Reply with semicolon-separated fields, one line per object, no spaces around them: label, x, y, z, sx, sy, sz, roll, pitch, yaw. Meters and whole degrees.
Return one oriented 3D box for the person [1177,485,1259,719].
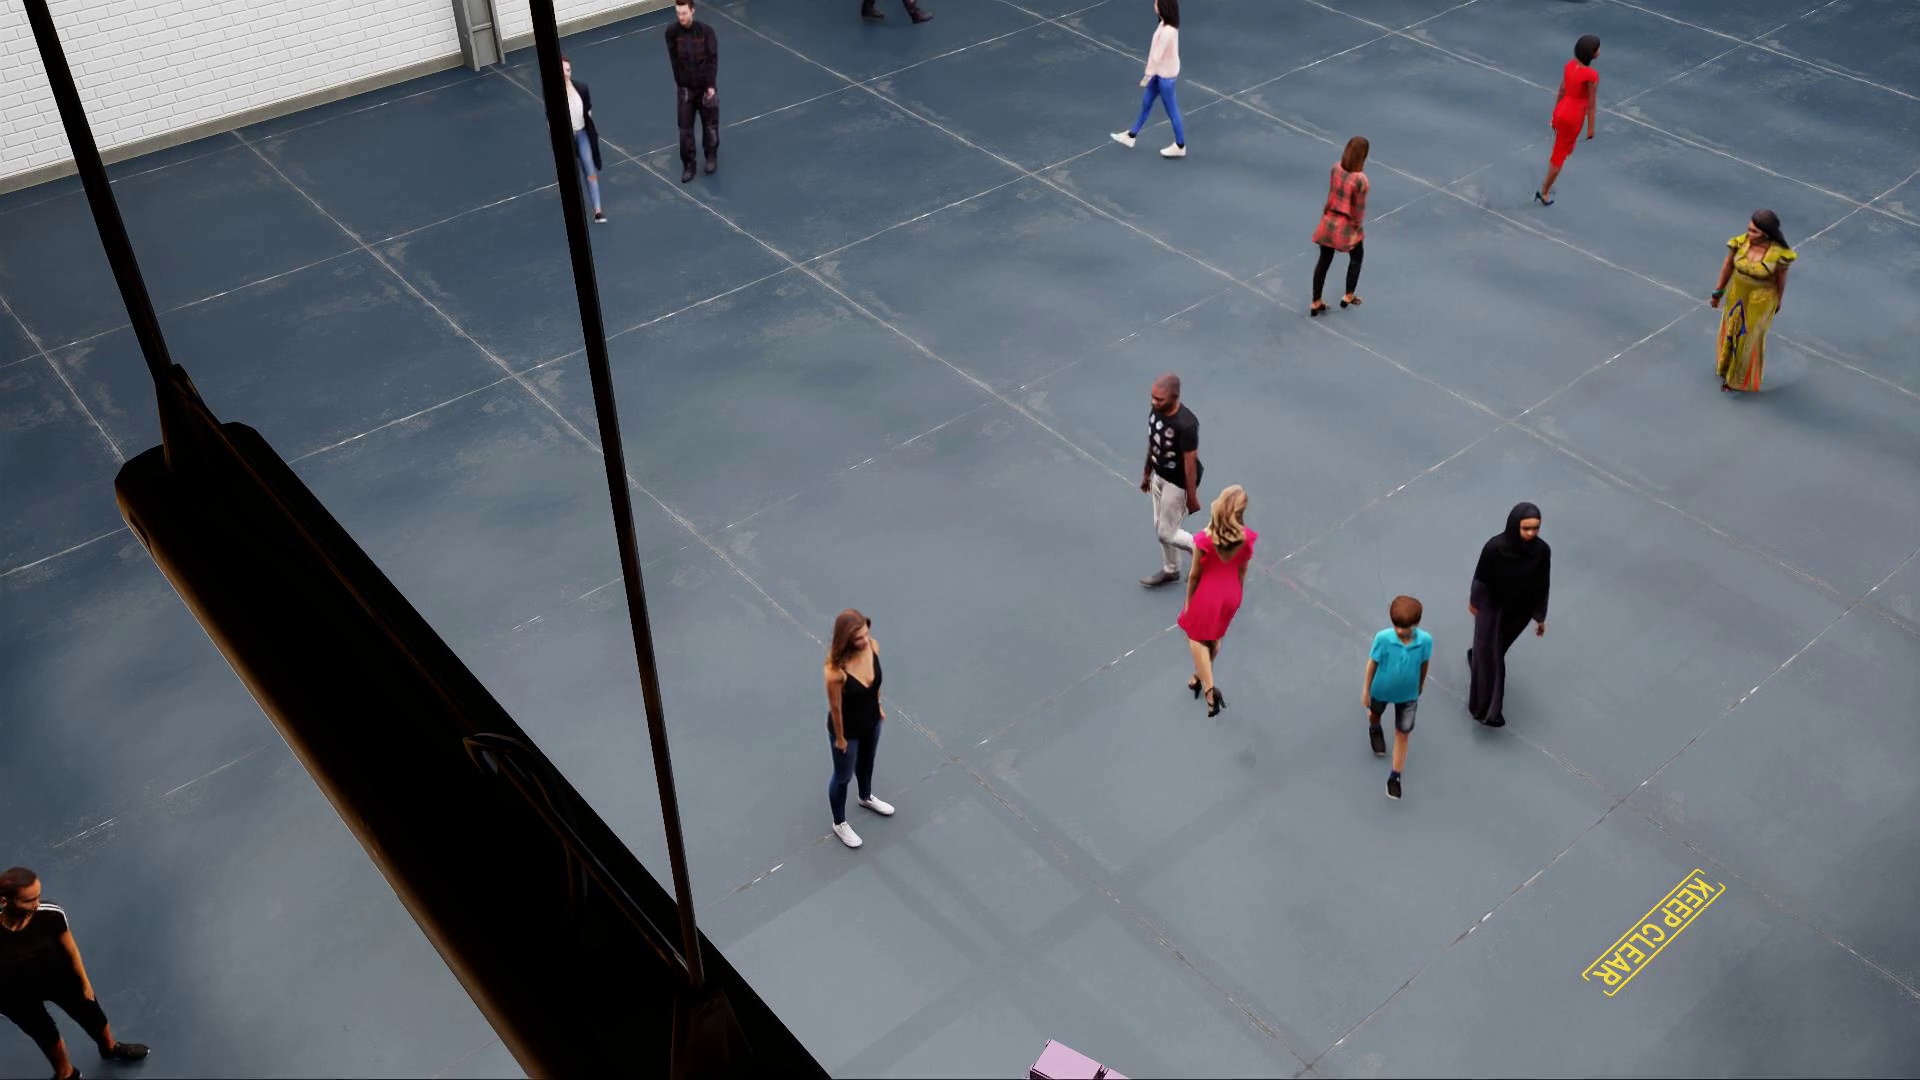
person;1.670;0.436;10.686;0.904;1.703;0.888;-9;40;-11

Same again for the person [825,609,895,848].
person;-0.622;1.073;9.874;0.693;1.722;0.517;27;46;29

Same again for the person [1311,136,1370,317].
person;3.296;-2.728;14.664;0.750;1.683;0.624;-26;45;-29

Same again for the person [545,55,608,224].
person;-3.802;-3.934;16.215;1.110;1.632;0.887;-17;42;-20

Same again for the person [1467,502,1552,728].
person;3.547;0.363;10.854;1.084;1.608;1.082;-2;39;-2

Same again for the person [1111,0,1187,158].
person;2.203;-4.753;17.162;1.096;1.731;1.081;6;39;7

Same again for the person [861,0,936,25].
person;-0.918;-7.115;20.067;1.268;1.796;1.173;1;39;1

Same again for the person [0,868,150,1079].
person;-4.730;2.265;8.445;0.581;1.642;0.857;-7;39;-9

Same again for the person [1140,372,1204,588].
person;1.576;-0.427;11.708;0.856;1.777;0.813;-19;42;-22

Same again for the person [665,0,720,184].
person;-2.656;-4.634;16.885;0.943;1.890;0.998;1;39;1

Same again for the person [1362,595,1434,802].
person;2.704;0.861;10.389;0.924;1.410;1.005;3;39;4

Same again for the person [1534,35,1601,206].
person;5.903;-4.088;16.326;0.732;1.734;0.673;-11;40;-14

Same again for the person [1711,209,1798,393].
person;6.607;-2.011;13.817;0.831;1.620;0.815;25;45;28
